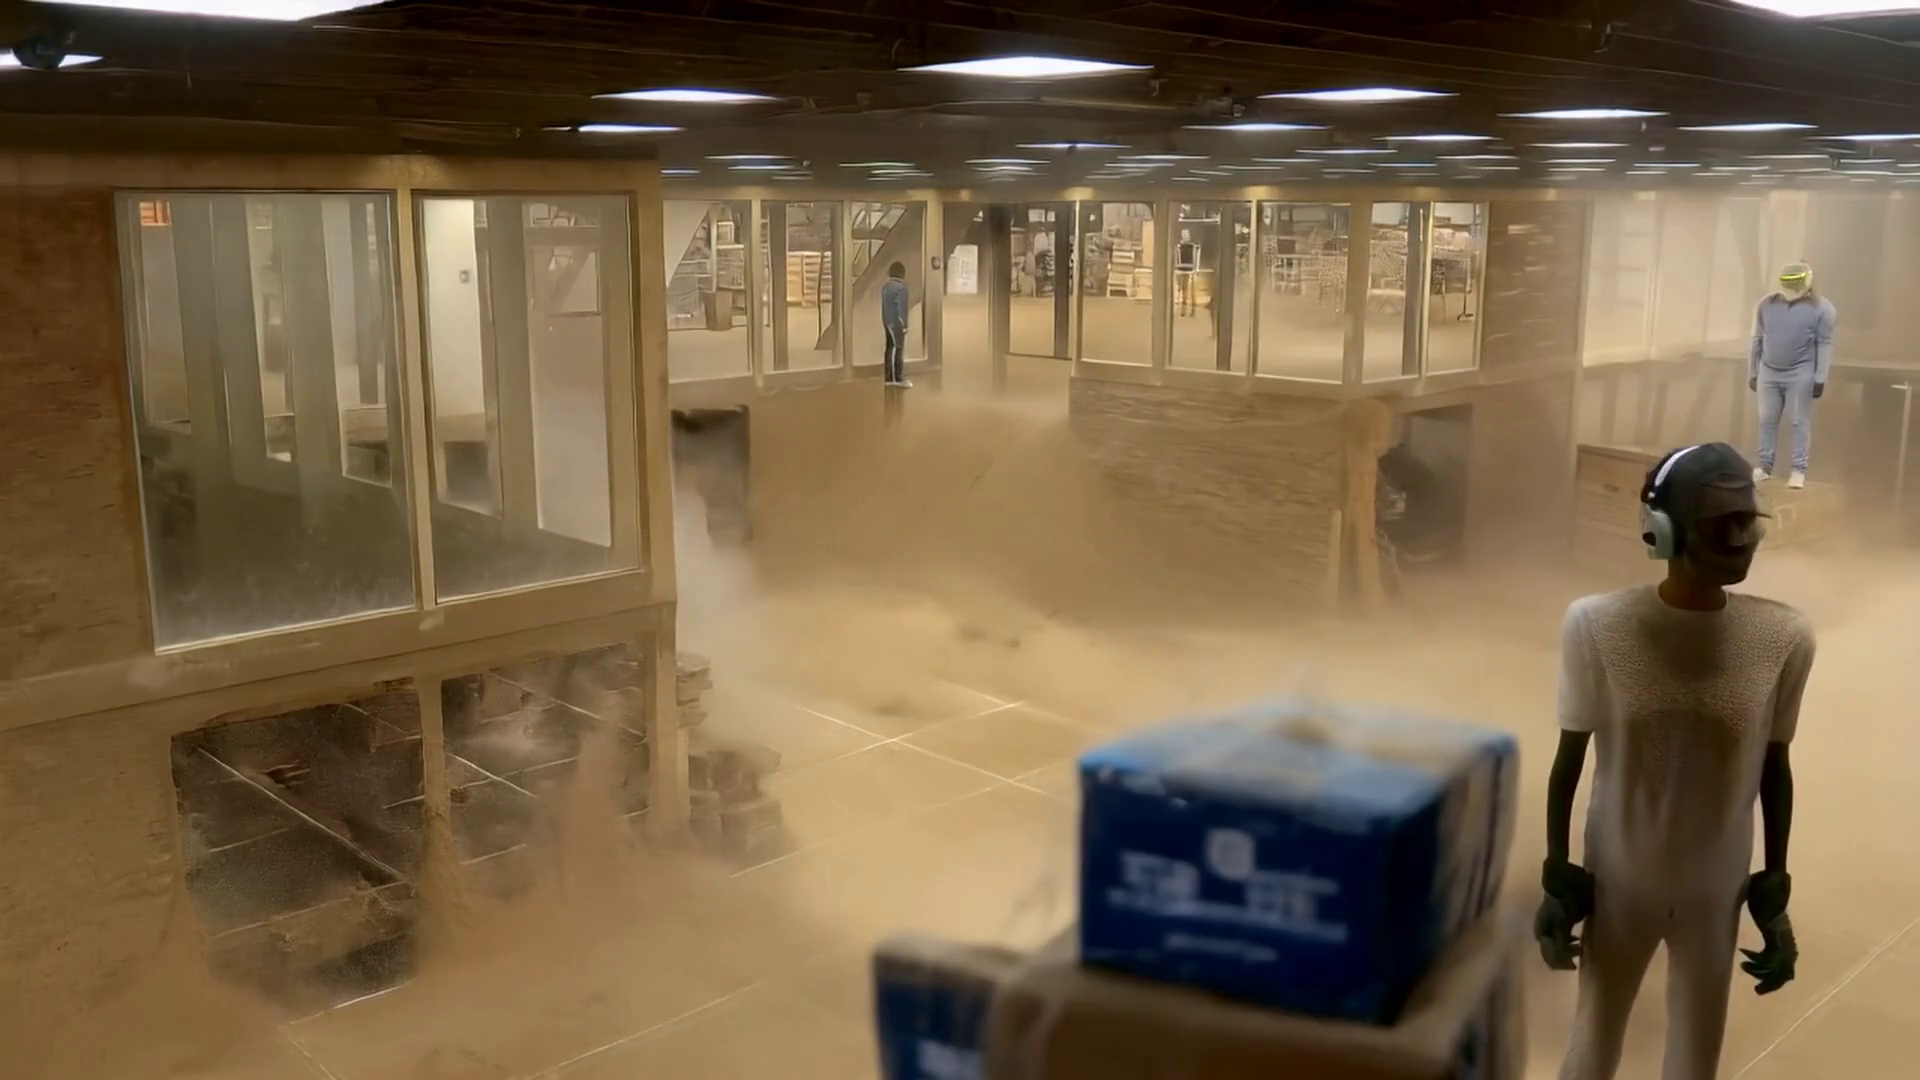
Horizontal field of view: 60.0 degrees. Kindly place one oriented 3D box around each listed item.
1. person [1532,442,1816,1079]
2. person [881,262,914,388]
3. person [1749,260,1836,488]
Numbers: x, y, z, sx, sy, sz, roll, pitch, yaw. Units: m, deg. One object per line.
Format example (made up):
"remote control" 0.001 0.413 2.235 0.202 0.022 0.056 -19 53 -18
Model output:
"person" 1.452 0.727 3.413 0.520 1.877 0.326 1 11 6
"person" -0.831 -2.804 21.697 0.285 1.633 0.499 -9 14 -37
"person" 6.960 -1.396 13.989 0.399 1.900 0.643 -9 15 -39
